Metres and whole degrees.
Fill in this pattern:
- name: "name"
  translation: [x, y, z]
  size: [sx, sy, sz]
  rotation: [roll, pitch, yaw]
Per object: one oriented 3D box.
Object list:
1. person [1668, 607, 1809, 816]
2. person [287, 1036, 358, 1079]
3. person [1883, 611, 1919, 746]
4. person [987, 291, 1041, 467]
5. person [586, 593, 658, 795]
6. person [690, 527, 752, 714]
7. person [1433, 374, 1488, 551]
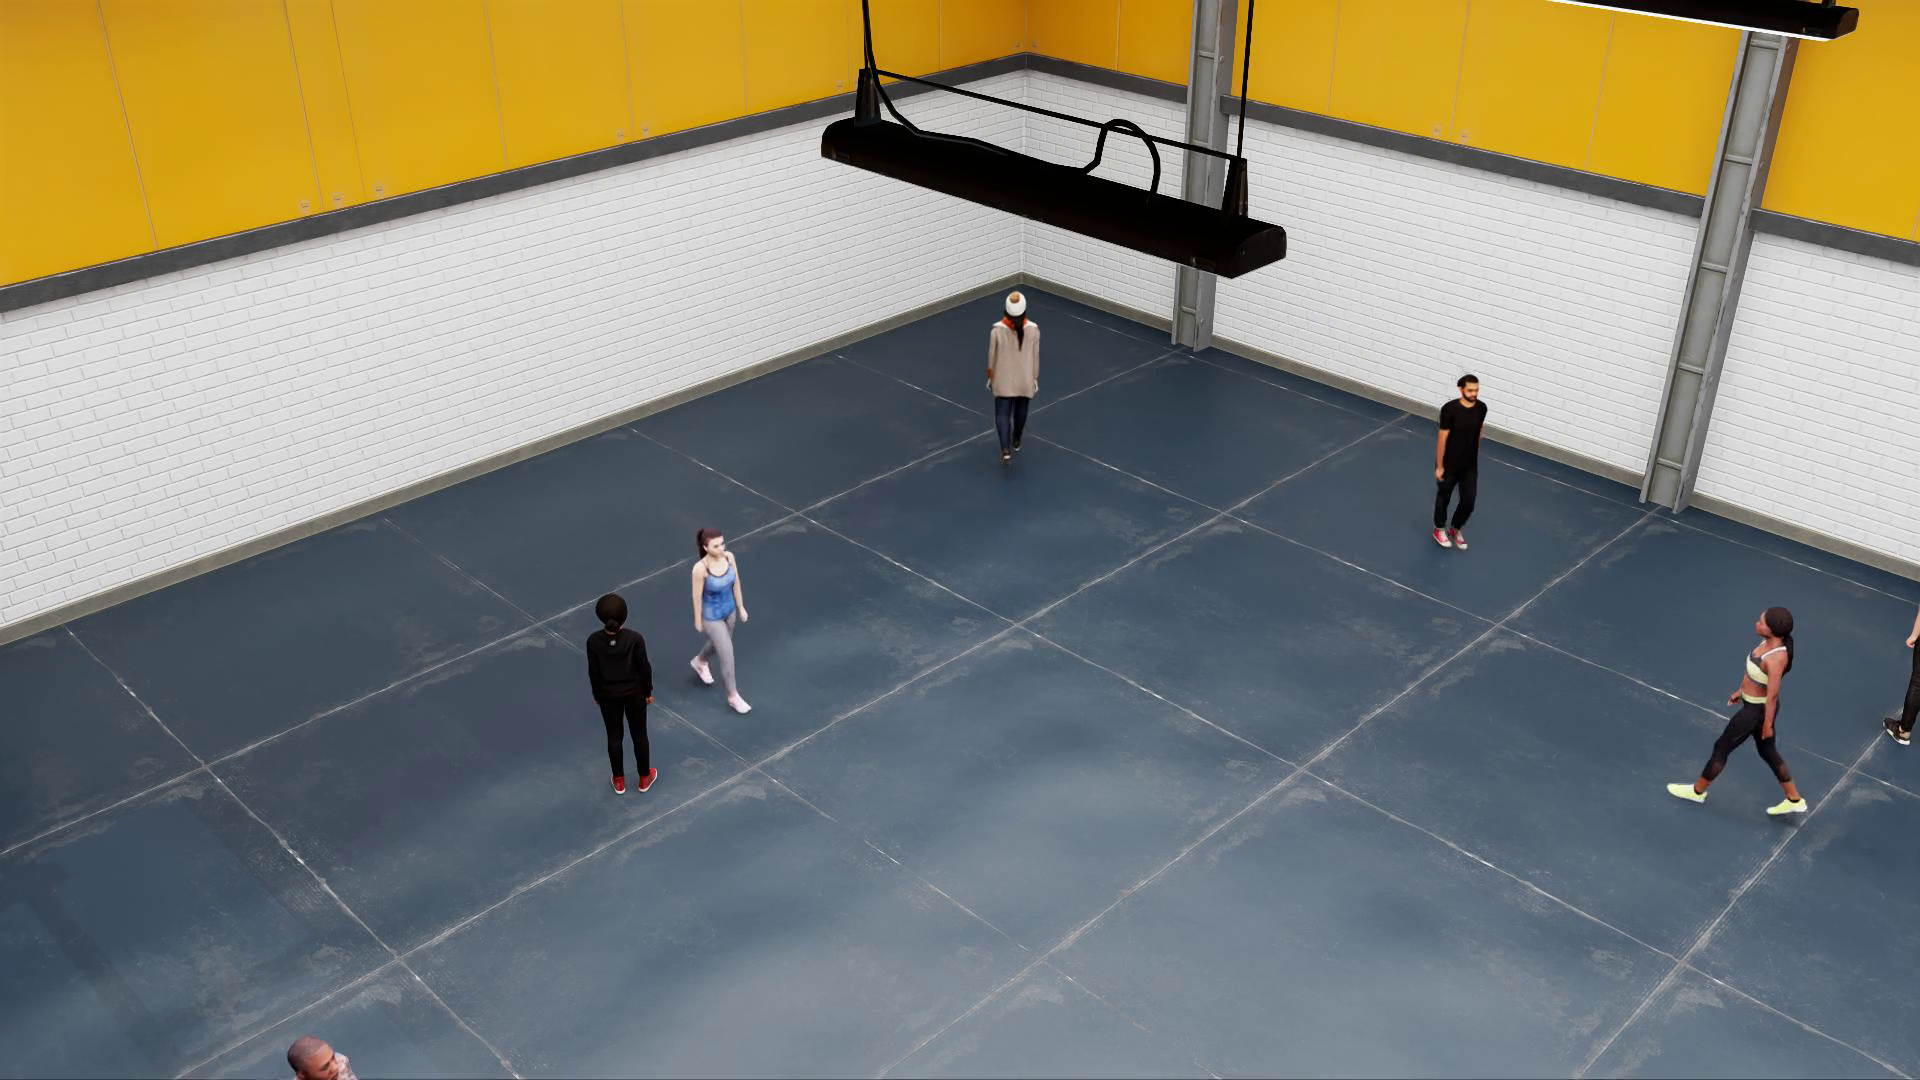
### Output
- name: "person"
  translation: [5.822, 1.266, 11.924]
  size: [1.221, 1.713, 0.830]
  rotation: [13, 31, 22]
- name: "person"
  translation: [-3.229, 3.158, 8.374]
  size: [0.941, 1.790, 0.883]
  rotation: [4, 29, 8]
- name: "person"
  translation: [7.552, 0.746, 12.731]
  size: [0.715, 1.852, 0.809]
  rotation: [4, 29, 7]
- name: "person"
  translation: [0.538, -1.651, 17.120]
  size: [1.137, 1.859, 1.213]
  rotation: [-1, 29, -2]
- name: "person"
  translation: [-2.485, 1.126, 12.221]
  size: [0.679, 1.675, 0.720]
  rotation: [-3, 29, -5]
- name: "person"
  translation: [-1.979, 0.580, 13.321]
  size: [1.029, 1.578, 0.620]
  rotation: [20, 35, 33]
- name: "person"
  translation: [4.629, -0.764, 15.611]
  size: [0.769, 1.745, 0.812]
  rotation: [-4, 29, -8]
